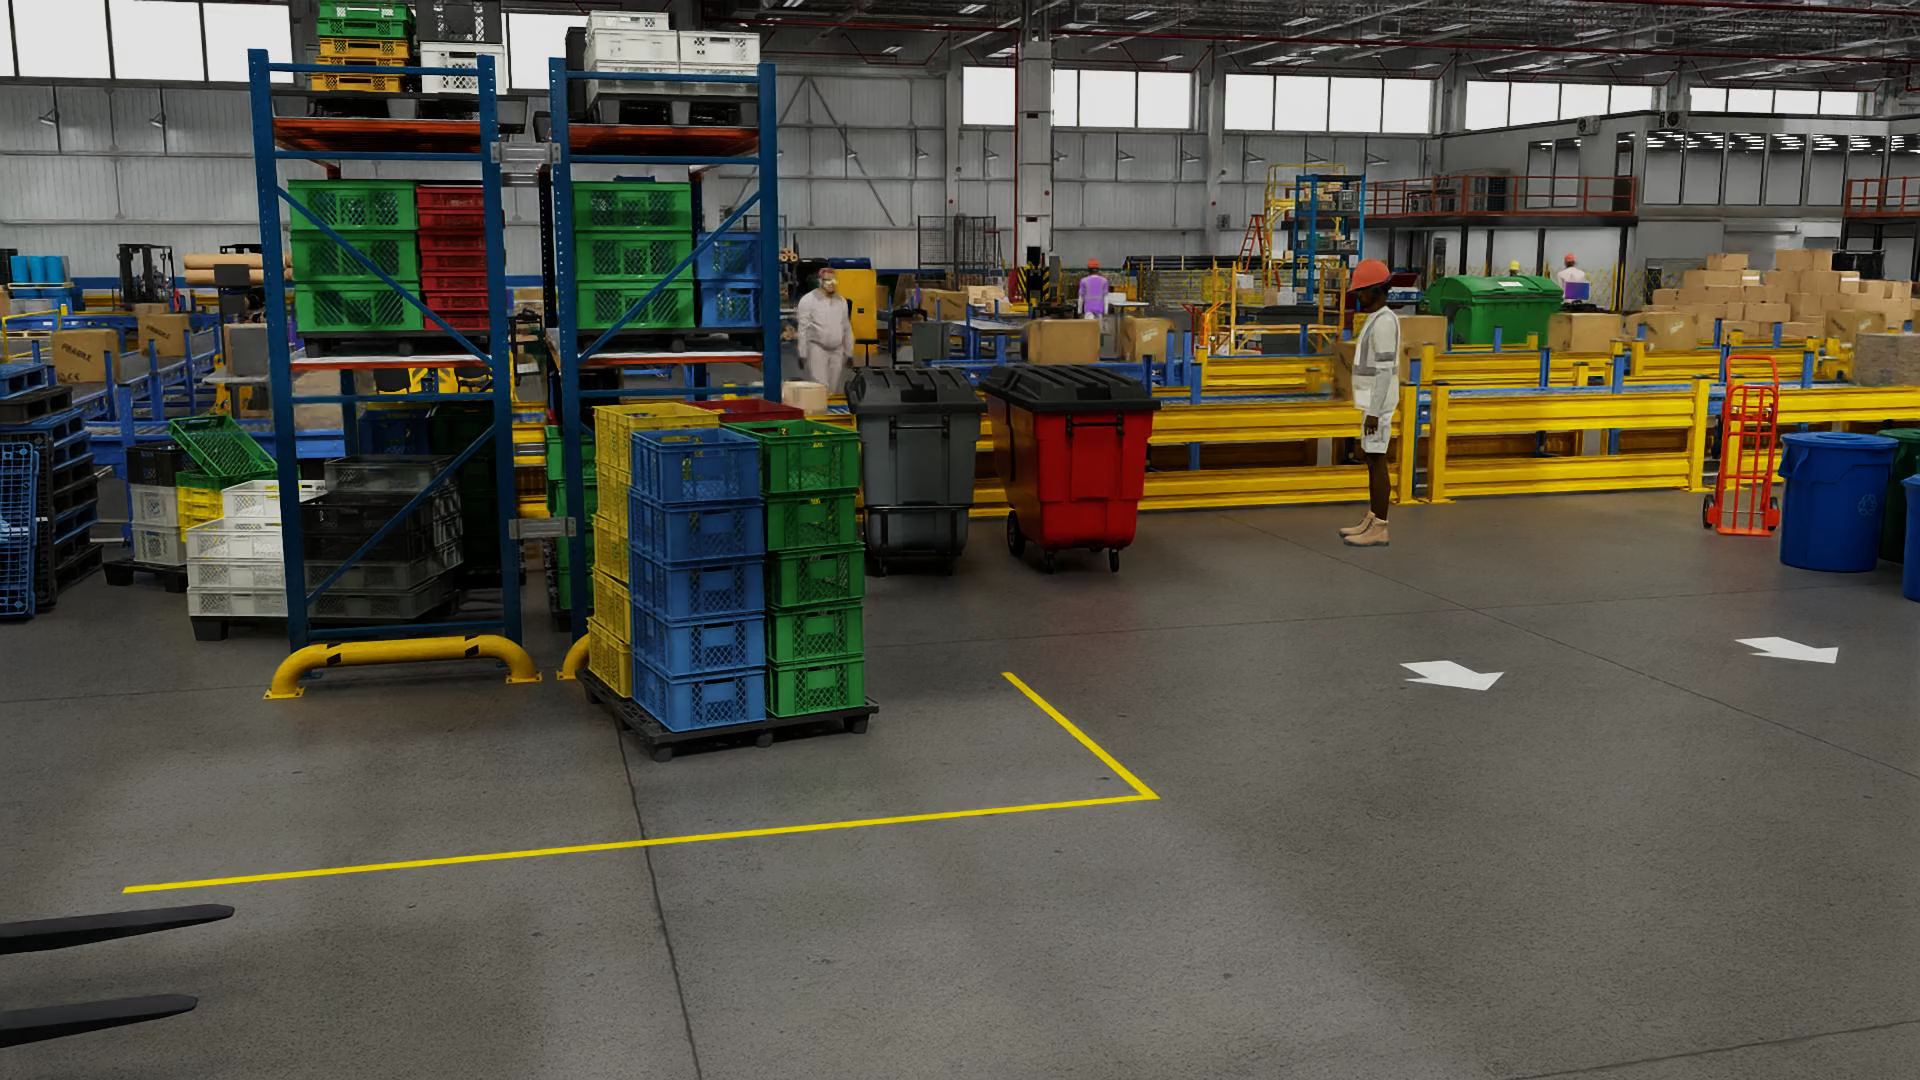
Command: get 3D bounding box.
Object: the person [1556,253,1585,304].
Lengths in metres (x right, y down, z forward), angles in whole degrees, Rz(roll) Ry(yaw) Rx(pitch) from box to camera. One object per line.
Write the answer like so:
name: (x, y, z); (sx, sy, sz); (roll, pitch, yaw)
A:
person: (13.054, -5.139, 35.608); (0.632, 1.976, 0.528); (0, 10, 2)

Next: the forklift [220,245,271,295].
forklift: (-17.749, -6.334, 41.440); (1.157, 1.987, 2.680); (-3, 10, -17)

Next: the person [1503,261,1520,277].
person: (11.711, -5.000, 35.277); (0.598, 1.826, 0.403); (5, 11, 27)

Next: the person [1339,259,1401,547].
person: (2.915, -0.965, 11.817); (0.389, 2.034, 0.605); (2, 10, 10)

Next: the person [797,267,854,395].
person: (-1.465, -2.081, 18.524); (0.677, 1.889, 0.462); (-8, 13, -39)

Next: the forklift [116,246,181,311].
forklift: (-19.966, -6.232, 40.894); (1.157, 1.987, 2.680); (-3, 10, -15)

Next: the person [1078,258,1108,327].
person: (2.530, -4.359, 31.409); (0.551, 1.910, 0.824); (-1, 10, -7)

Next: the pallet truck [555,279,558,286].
pallet truck: (-10.604, -6.375, 44.520); (0.653, 1.274, 1.630); (-3, 10, -15)
